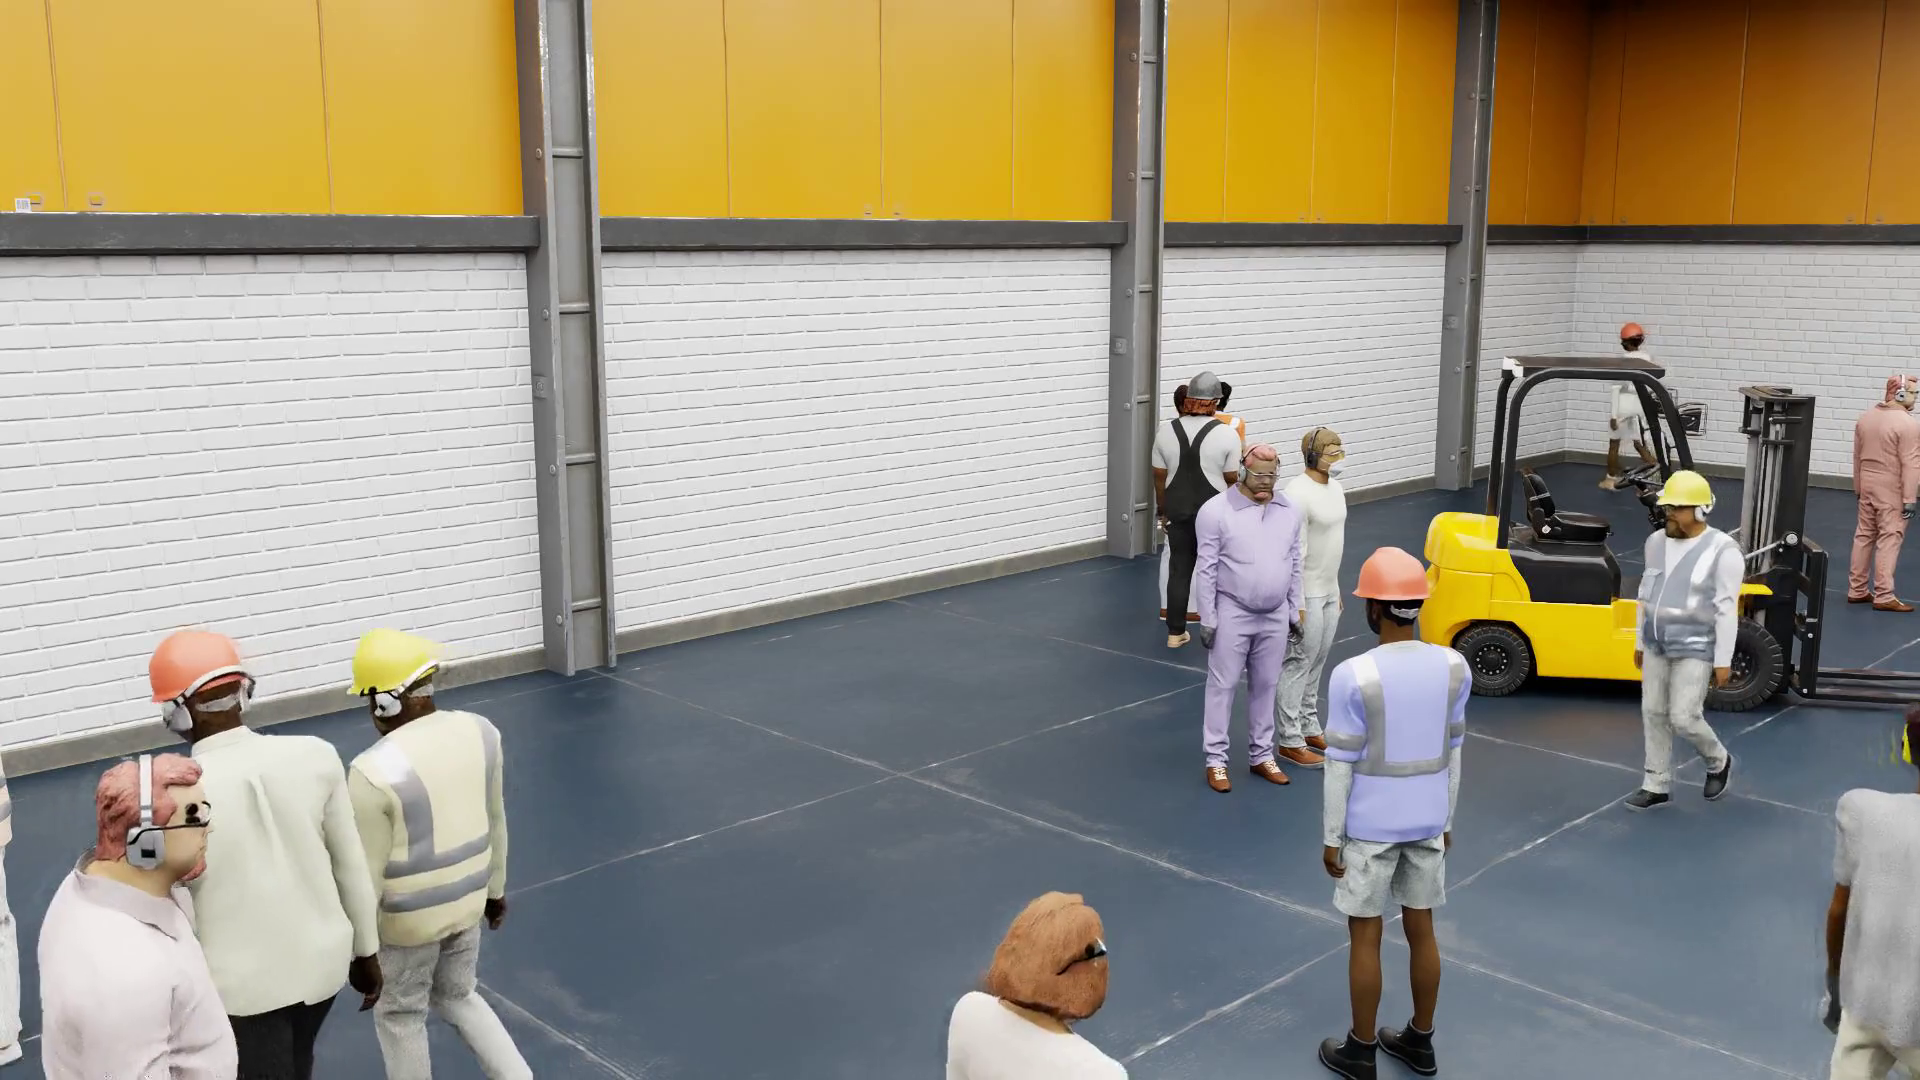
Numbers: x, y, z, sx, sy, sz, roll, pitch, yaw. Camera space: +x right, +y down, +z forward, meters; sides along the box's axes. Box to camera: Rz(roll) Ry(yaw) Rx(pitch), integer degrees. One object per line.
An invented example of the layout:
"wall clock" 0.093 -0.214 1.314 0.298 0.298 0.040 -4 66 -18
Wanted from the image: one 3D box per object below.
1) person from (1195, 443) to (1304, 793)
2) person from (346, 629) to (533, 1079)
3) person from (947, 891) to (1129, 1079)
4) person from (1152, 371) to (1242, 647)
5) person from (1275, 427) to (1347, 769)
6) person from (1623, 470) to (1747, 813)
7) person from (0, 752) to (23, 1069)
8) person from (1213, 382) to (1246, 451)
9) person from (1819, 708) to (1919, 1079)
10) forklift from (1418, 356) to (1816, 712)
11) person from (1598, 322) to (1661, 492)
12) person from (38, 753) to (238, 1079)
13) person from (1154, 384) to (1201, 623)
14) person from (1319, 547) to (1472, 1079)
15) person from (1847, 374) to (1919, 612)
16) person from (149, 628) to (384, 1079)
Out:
"person" 1.592 0.416 9.062 0.639 1.902 0.407 -4 11 -19
"person" -1.633 1.164 5.254 0.597 1.799 0.617 5 11 25
"person" 0.217 1.542 3.692 0.518 1.611 0.522 -9 14 -42
"person" 1.766 -0.211 12.092 0.679 2.000 0.537 6 12 31
"person" 2.018 0.317 9.497 0.369 1.939 0.631 7 12 33
"person" 3.776 0.533 8.649 0.523 1.813 0.609 -5 11 -24
"person" -3.584 1.107 6.005 0.307 1.639 0.513 -5 12 -26
"person" 2.337 -0.598 15.163 0.534 1.691 0.318 3 11 18
"person" 2.474 1.294 4.446 0.889 1.841 0.518 -7 12 -32
"forklift" 4.276 -0.101 11.076 2.313 2.155 1.214 2 11 13
"person" 7.825 -1.520 19.327 0.617 2.019 0.925 -2 11 -10
"person" -1.894 1.402 3.726 0.539 1.885 0.672 -6 12 -30
"person" 1.745 -0.282 12.970 0.519 1.865 0.331 9 14 41
"person" 1.519 0.981 5.918 0.540 1.930 0.384 -3 11 -15
"person" 7.494 -0.383 13.411 0.401 1.904 0.646 -2 10 -8
"person" -1.981 1.203 4.654 0.854 1.934 0.633 8 13 37
